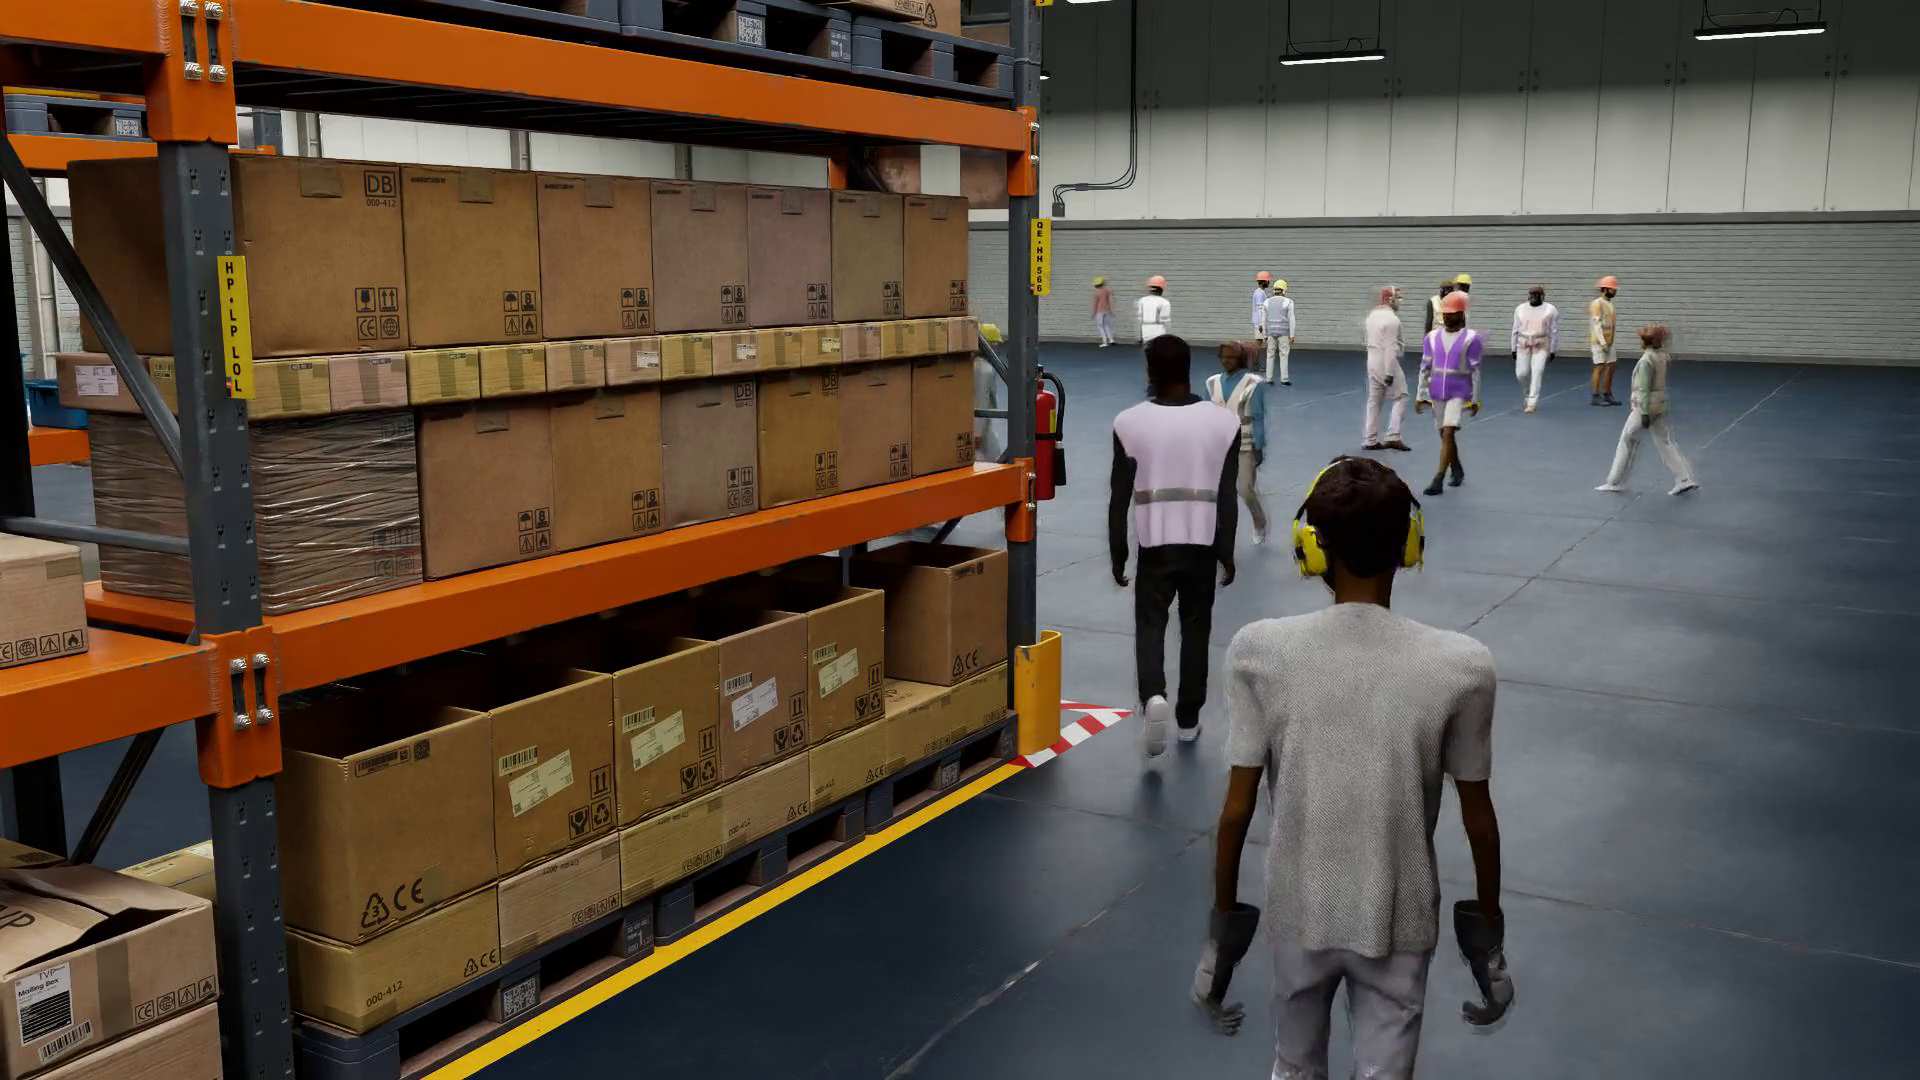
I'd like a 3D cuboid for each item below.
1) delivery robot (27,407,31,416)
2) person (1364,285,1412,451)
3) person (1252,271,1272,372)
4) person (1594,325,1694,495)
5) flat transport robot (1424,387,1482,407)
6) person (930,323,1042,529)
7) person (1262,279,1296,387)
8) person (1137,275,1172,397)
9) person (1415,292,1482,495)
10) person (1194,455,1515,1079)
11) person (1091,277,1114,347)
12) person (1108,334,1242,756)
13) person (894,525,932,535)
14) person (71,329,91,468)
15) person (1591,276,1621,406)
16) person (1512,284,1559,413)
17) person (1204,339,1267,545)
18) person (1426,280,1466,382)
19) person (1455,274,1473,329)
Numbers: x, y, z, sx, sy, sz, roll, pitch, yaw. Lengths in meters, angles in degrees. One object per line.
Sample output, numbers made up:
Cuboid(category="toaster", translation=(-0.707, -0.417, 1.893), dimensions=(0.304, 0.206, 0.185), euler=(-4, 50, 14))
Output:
Cuboid(category="delivery robot", translation=(-10.873, -1.374, 19.252), dimensions=(0.477, 0.478, 0.707), euler=(2, 10, 11))
Cuboid(category="person", translation=(4.951, -1.960, 19.058), dimensions=(0.599, 1.890, 0.663), euler=(-2, 10, -14))
Cuboid(category="person", translation=(5.816, -4.201, 32.040), dimensions=(0.363, 1.934, 0.552), euler=(1, 10, 8))
Cuboid(category="person", translation=(6.472, -1.211, 15.555), dimensions=(0.853, 1.605, 0.509), euler=(9, 14, 44))
Cuboid(category="flat transport robot", translation=(7.332, -2.156, 24.934), dimensions=(0.652, 0.197, 1.431), euler=(1, 10, 4))
Cuboid(category="person", translation=(0.165, -0.910, 13.514), dimensions=(0.911, 1.682, 0.501), euler=(-3, 10, -18))
Cuboid(category="person", translation=(5.453, -3.527, 28.404), dimensions=(0.588, 1.831, 0.404), euler=(6, 12, 33))
Cuboid(category="person", translation=(3.140, -3.244, 26.497), dimensions=(0.568, 1.913, 0.603), euler=(8, 12, 38))
Cuboid(category="person", translation=(4.662, -1.402, 15.805), dimensions=(0.555, 1.900, 0.992), euler=(7, 12, 37))
Cuboid(category="person", translation=(0.796, 0.760, 3.250), dimensions=(0.568, 1.845, 0.576), euler=(4, 10, 20))
Cuboid(category="person", translation=(3.456, -5.563, 40.669), dimensions=(0.611, 1.711, 0.338), euler=(-9, 13, -44))
Cuboid(category="person", translation=(0.956, 0.029, 7.455), dimensions=(0.583, 1.887, 0.743), euler=(1, 10, 6))
Cuboid(category="person", translation=(-0.483, -1.030, 13.398), dimensions=(0.784, 1.965, 0.628), euler=(-5, 11, -28))
Cuboid(category="person", translation=(-9.063, -1.565, 17.609), dimensions=(0.811, 1.596, 0.507), euler=(-3, 10, -19))
Cuboid(category="person", translation=(9.621, -2.954, 24.766), dimensions=(0.560, 1.933, 0.407), euler=(-8, 12, -38))
Cuboid(category="person", translation=(8.250, -2.753, 23.883), dimensions=(0.631, 1.830, 0.610), euler=(6, 12, 33))
Cuboid(category="person", translation=(2.079, -0.704, 12.498), dimensions=(0.524, 1.614, 0.700), euler=(7, 12, 36))
Cuboid(category="person", translation=(8.196, -3.468, 28.079), dimensions=(0.641, 1.831, 0.463), euler=(1, 10, 6))
Cuboid(category="person", translation=(9.305, -4.024, 31.103), dimensions=(0.789, 1.907, 0.596), euler=(0, 10, 0))
